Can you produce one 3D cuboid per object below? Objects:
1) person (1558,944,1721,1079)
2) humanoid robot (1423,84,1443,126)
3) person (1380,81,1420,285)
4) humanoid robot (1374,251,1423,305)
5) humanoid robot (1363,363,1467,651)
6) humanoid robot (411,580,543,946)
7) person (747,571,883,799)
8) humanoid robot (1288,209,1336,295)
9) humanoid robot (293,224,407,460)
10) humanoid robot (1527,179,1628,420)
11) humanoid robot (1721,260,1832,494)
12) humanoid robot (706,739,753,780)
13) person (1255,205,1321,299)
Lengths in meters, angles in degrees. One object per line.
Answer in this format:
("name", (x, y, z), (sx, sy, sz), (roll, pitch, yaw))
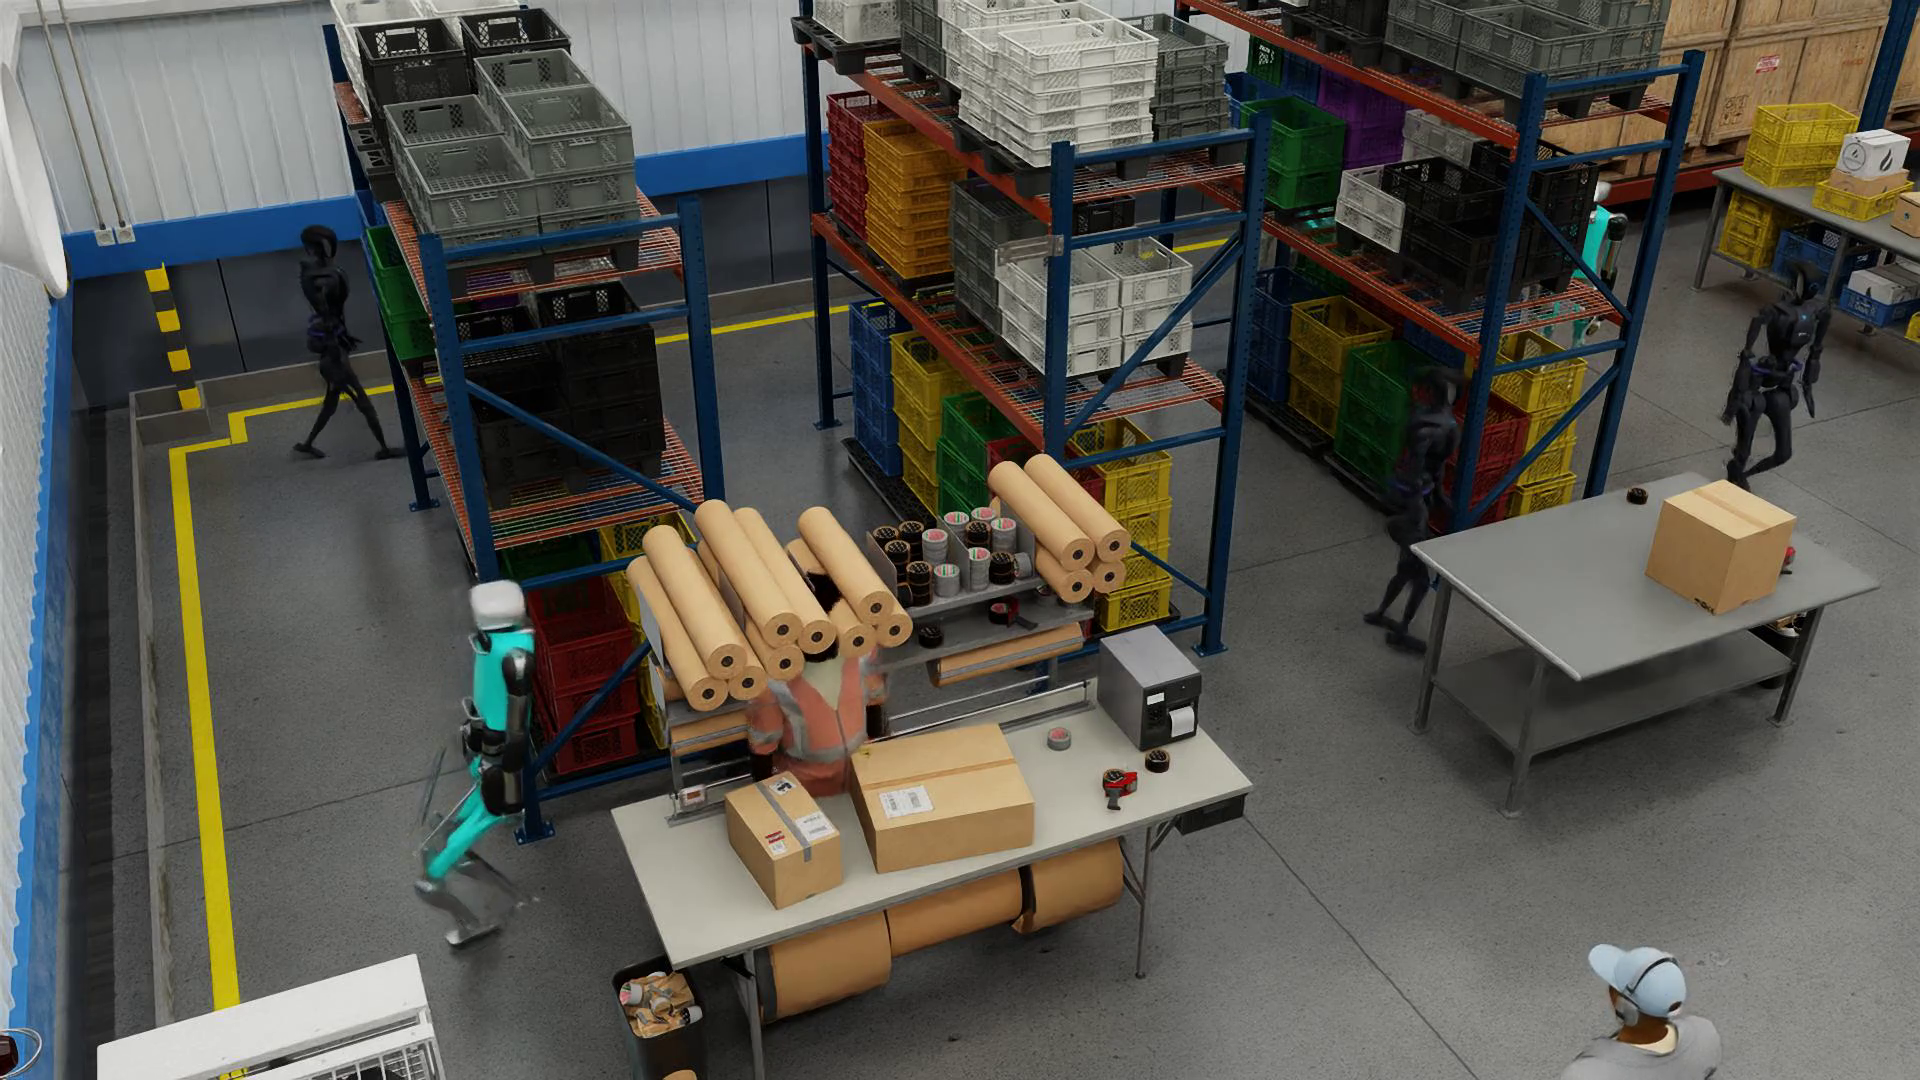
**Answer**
("person", (2.000, 1.974, 5.254), (0.596, 1.850, 0.384), (-14, 34, -22))
("humanoid robot", (3.588, -2.789, 13.163), (0.602, 1.643, 0.503), (-16, 35, -25))
("person", (3.360, -2.527, 12.545), (0.604, 1.871, 0.538), (-28, 41, -37))
("humanoid robot", (3.268, -2.115, 12.080), (0.680, 1.623, 0.610), (26, 40, 36))
("humanoid robot", (2.459, -0.188, 8.937), (0.411, 1.650, 0.589), (14, 34, 21))
("humanoid robot", (-2.088, 1.025, 6.923), (0.830, 1.775, 0.542), (-16, 35, -24))
("person", (-0.573, 0.948, 6.826), (0.656, 1.952, 0.436), (-24, 39, -34))
("humanoid robot", (2.786, -2.635, 12.887), (0.539, 1.837, 0.661), (-24, 39, -33))
("humanoid robot", (-4.049, -1.244, 10.706), (0.763, 1.647, 0.614), (-8, 32, -12))
("humanoid robot", (4.102, -1.660, 11.174), (0.530, 1.702, 0.709), (13, 34, 20))
("humanoid robot", (4.936, -0.929, 10.131), (0.603, 1.642, 0.358), (-6, 32, -9))
("humanoid robot", (-0.973, 0.905, 7.195), (0.712, 1.644, 0.613), (6, 32, 10))
("person", (2.537, -2.698, 12.874), (0.589, 1.823, 0.405), (-3, 32, -5))
